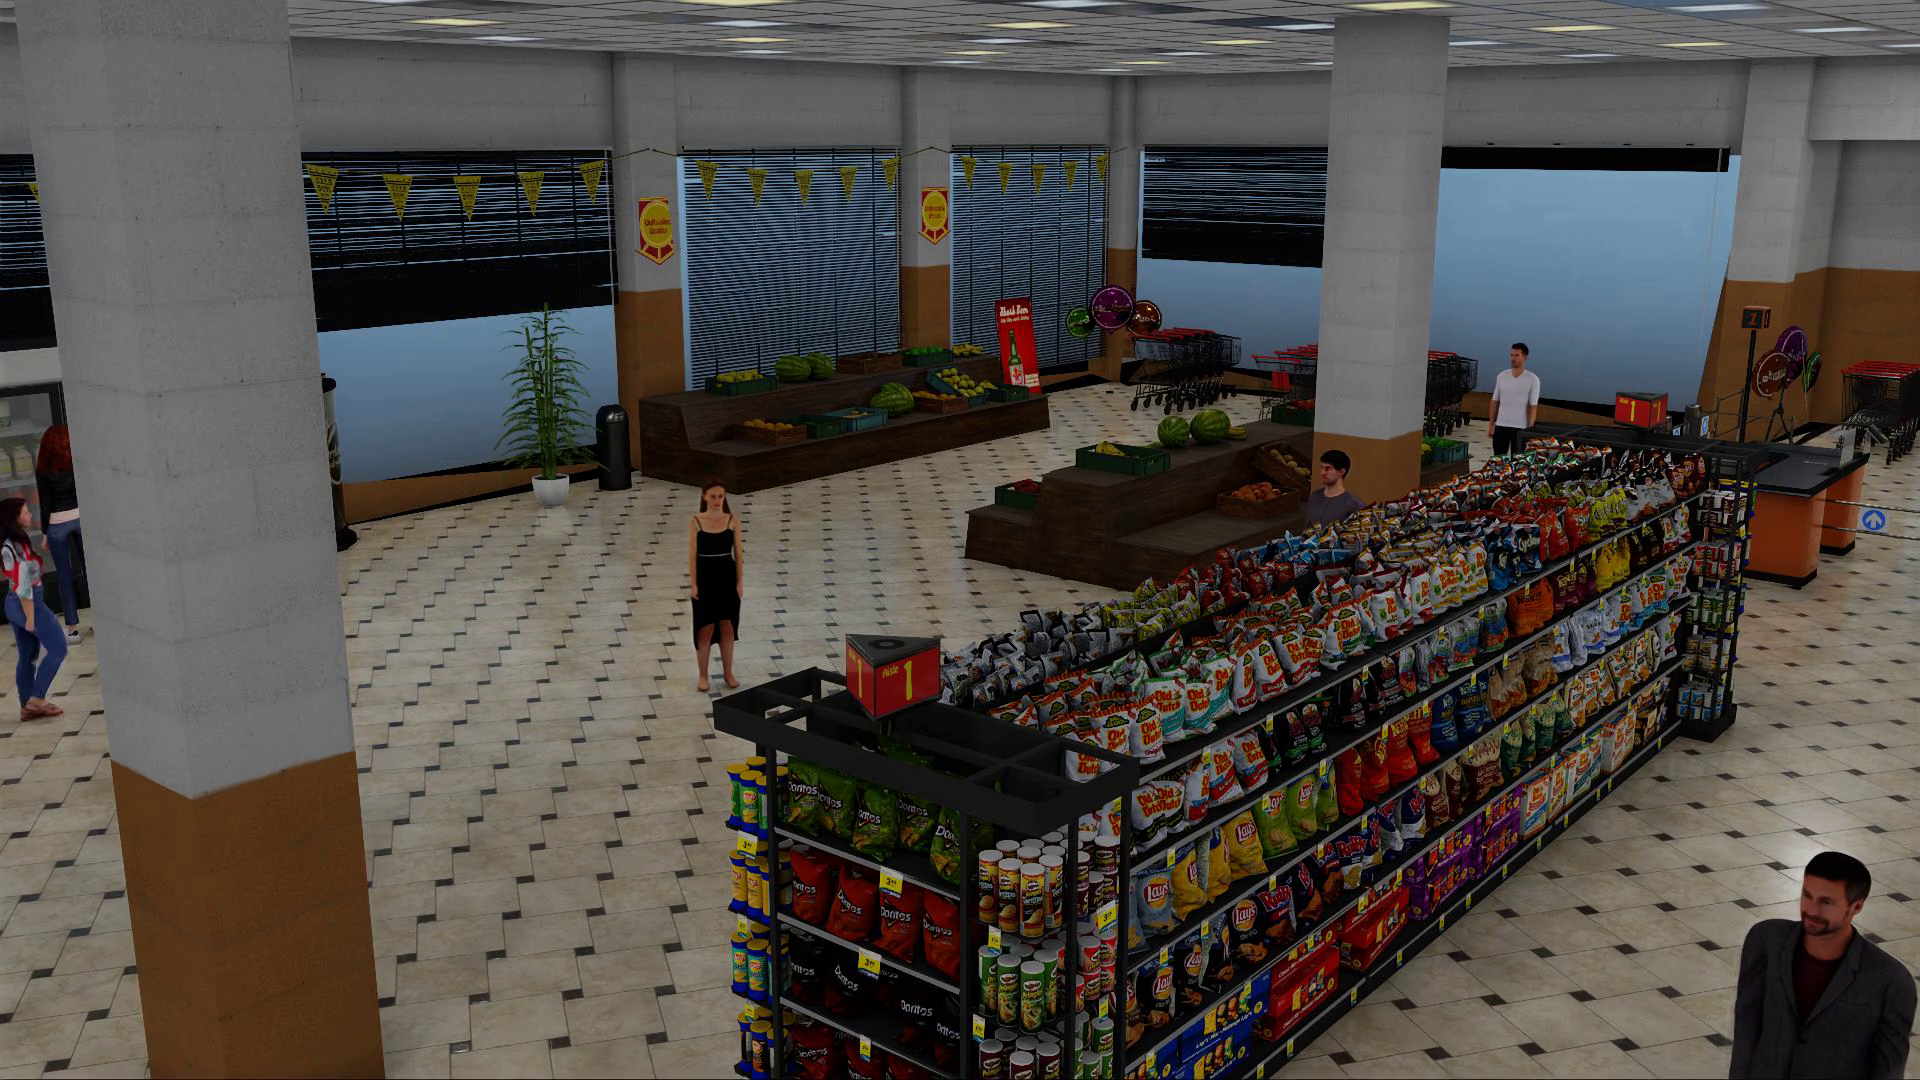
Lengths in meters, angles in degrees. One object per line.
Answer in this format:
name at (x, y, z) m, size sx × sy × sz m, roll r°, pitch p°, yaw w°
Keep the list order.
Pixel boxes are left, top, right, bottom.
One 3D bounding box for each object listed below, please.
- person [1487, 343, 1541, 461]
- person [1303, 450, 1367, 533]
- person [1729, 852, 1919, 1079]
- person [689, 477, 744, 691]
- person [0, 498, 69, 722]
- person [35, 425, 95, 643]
person at (6.106, -1.258, 18.382) m, size 0.660 × 1.851 × 0.549 m, roll 12°, pitch 18°, yaw 40°
person at (2.707, 0.253, 12.150) m, size 0.602 × 1.851 × 0.724 m, roll -11°, pitch 17°, yaw -37°
person at (2.750, 1.874, 5.421) m, size 0.634 × 1.873 × 0.703 m, roll -12°, pitch 18°, yaw -42°
person at (-1.820, 0.320, 12.370) m, size 0.645 × 1.619 × 0.722 m, roll -4°, pitch 14°, yaw -16°
person at (-6.616, 0.505, 11.641) m, size 0.575 × 1.603 × 0.613 m, roll -13°, pitch 19°, yaw -43°
person at (-7.284, -0.066, 13.604) m, size 0.647 × 1.787 × 0.480 m, roll 13°, pitch 19°, yaw 42°
